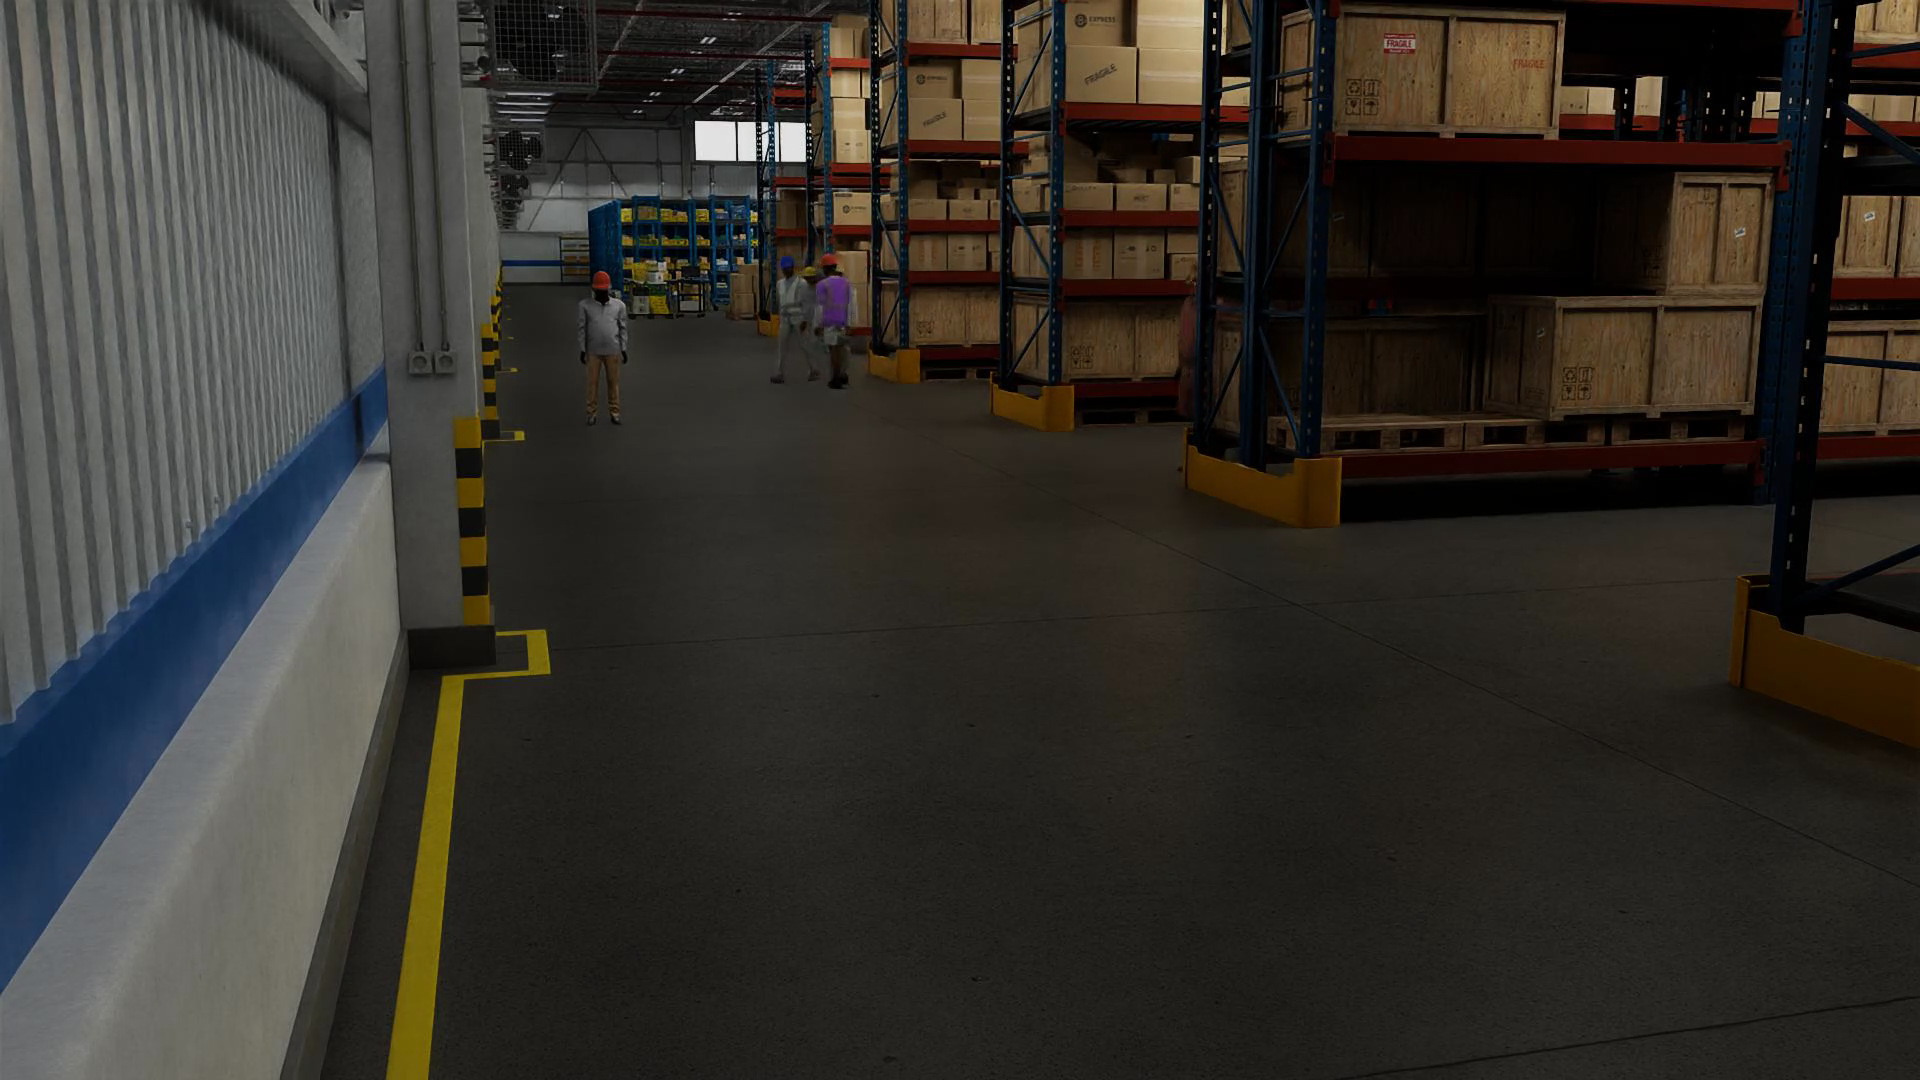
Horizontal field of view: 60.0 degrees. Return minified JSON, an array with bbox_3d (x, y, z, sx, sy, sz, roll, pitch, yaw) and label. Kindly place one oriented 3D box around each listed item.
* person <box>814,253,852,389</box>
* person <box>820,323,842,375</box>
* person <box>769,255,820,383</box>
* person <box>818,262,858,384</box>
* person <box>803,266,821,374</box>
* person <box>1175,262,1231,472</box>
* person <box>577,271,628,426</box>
[{"bbox_3d":[-1.844,-3.109,23.697,0.568,1.917,0.594,-9,13,-41],"label":"person"},{"bbox_3d":[-1.918,-3.367,25.644,0.535,1.757,0.490,-3,10,-15],"label":"person"},{"bbox_3d":[-2.454,-3.291,24.824,0.637,1.905,0.980,6,12,30],"label":"person"},{"bbox_3d":[-1.807,-3.161,24.337,0.606,1.793,0.872,-1,10,-8],"label":"person"},{"bbox_3d":[-2.373,-3.537,26.702,0.490,1.722,0.734,2,10,9],"label":"person"},{"bbox_3d":[2.231,-1.556,15.013,0.557,1.882,0.680,-4,11,-21],"label":"person"},{"bbox_3d":[-4.047,-2.169,18.870,0.563,1.742,0.338,-3,11,-19],"label":"person"}]
